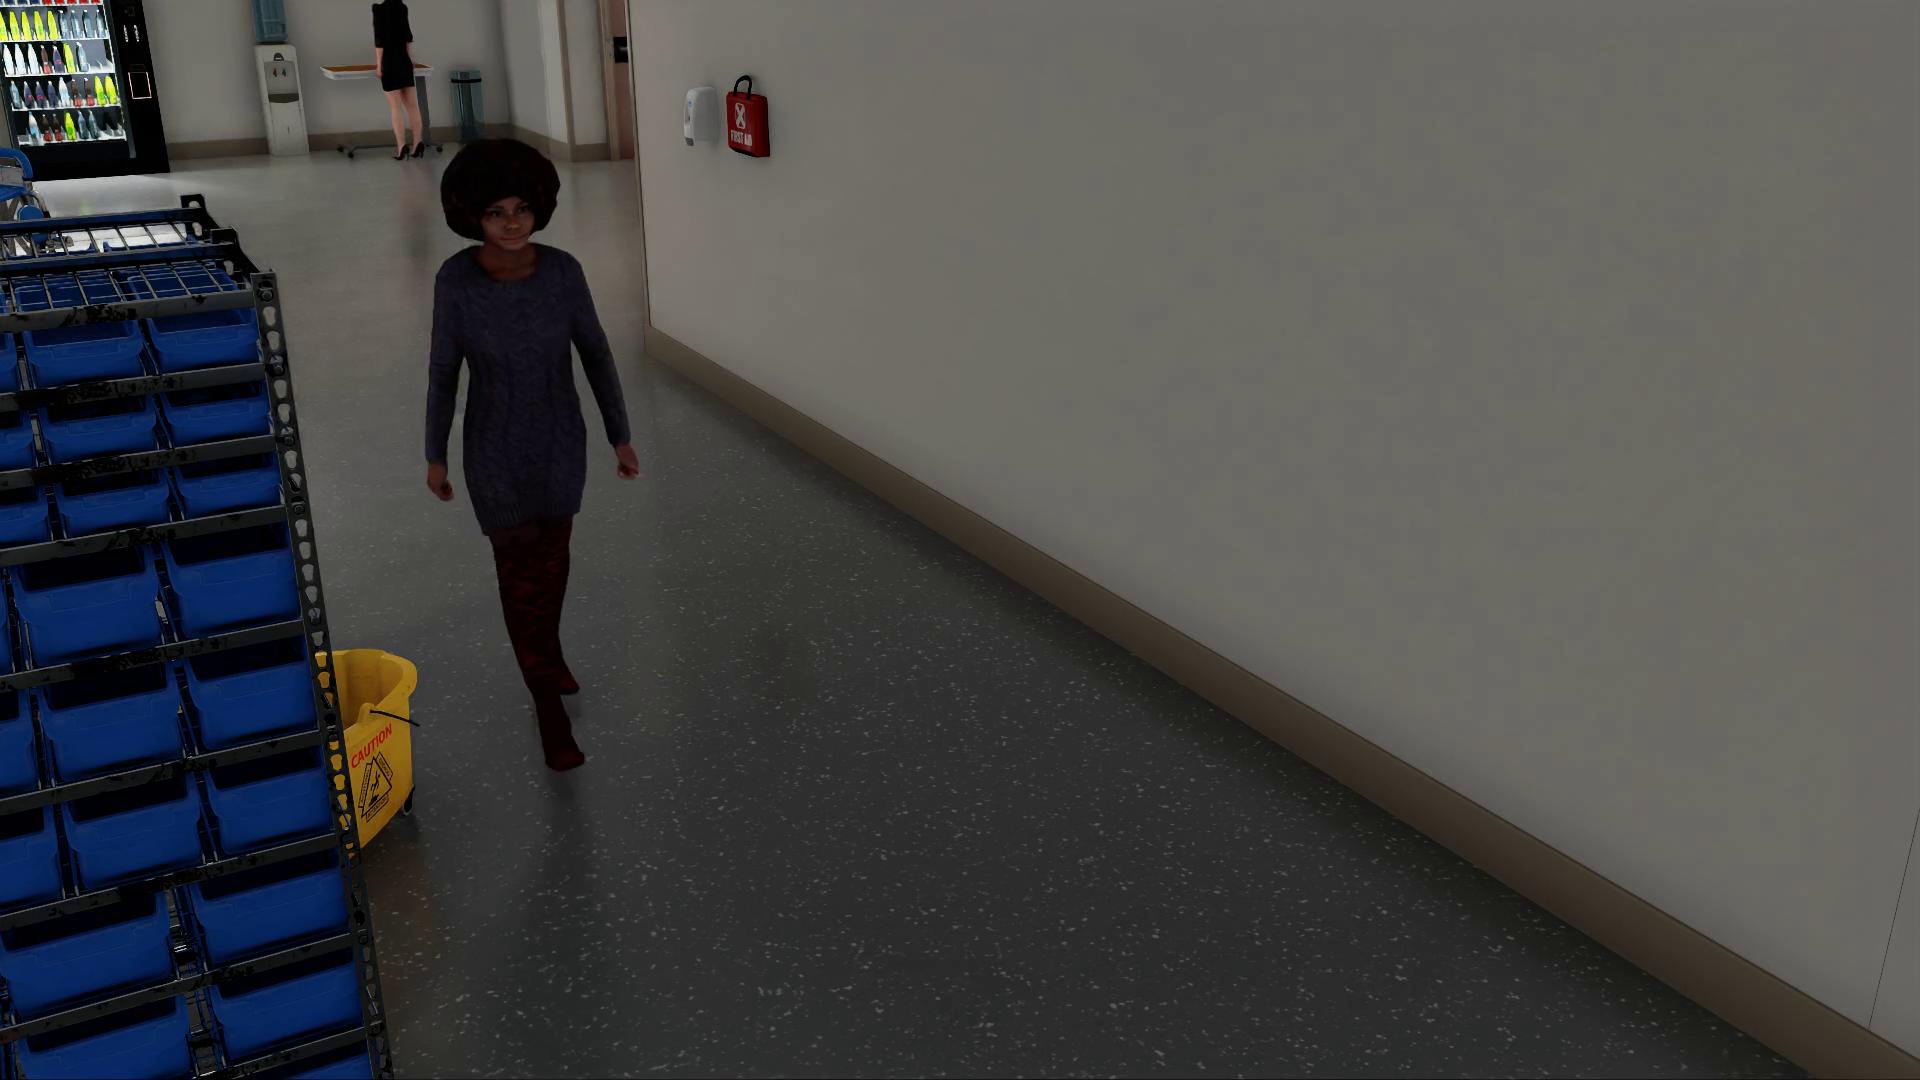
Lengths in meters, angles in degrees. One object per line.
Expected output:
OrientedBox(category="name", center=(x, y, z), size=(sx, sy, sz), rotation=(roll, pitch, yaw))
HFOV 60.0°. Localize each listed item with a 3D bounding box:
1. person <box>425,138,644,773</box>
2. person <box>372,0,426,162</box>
OrientedBox(category="person", center=(-1.229, -0.248, 4.626), size=(0.975, 1.670, 0.754), rotation=(-12, 24, -29))
OrientedBox(category="person", center=(-5.310, -4.463, 15.716), size=(0.728, 1.696, 0.631), rotation=(10, 23, 24))
